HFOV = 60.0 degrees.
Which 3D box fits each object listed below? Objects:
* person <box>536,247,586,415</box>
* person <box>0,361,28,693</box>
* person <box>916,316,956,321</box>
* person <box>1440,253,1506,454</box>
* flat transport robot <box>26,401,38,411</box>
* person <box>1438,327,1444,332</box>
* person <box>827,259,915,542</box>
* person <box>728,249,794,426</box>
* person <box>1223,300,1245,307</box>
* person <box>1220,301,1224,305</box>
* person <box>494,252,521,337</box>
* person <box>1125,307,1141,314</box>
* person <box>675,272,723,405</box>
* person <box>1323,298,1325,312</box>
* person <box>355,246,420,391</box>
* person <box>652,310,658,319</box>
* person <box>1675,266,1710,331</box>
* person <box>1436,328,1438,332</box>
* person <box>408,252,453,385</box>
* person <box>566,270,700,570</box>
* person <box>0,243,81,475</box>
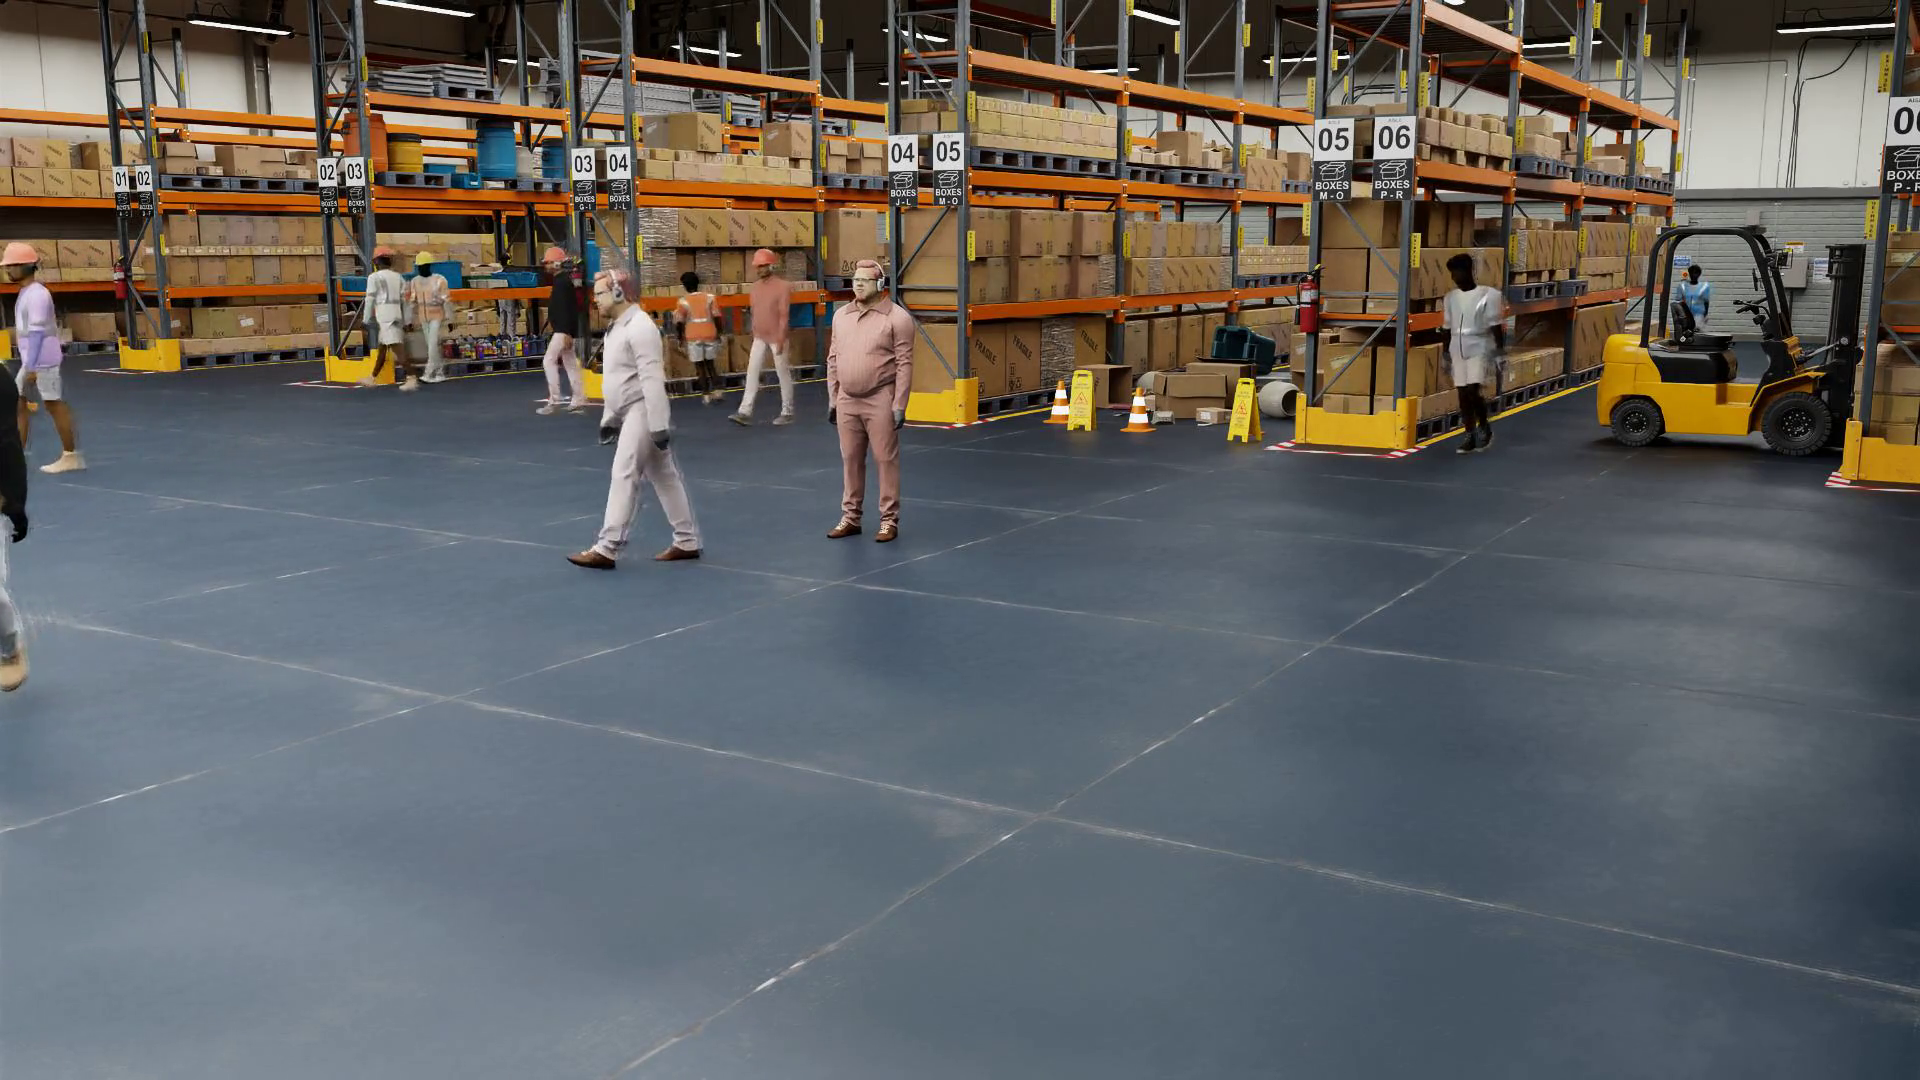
[{"bbox_3d":[-4.784,-2.455,19.618,0.726,1.968,0.664,-2,10,-13],"label":"person"},{"bbox_3d":[-4.315,-0.143,7.090,0.649,1.825,0.490,-2,10,-12],"label":"person"},{"bbox_3d":[-0.334,-3.586,26.184,0.621,1.883,0.922,6,12,29],"label":"person"},{"bbox_3d":[4.904,-1.784,15.980,0.421,1.931,0.679,-9,13,-40],"label":"person"},{"bbox_3d":[-11.333,-1.531,19.224,0.652,0.197,1.431,-1,10,-5],"label":"flat transport robot"},{"bbox_3d":[9.592,-5.046,33.953,0.939,2.000,0.744,2,10,13],"label":"person"},{"bbox_3d":[-0.636,-0.943,11.334,0.643,1.913,0.411,5,11,26],"label":"person"},{"bbox_3d":[-2.167,-2.211,18.322,0.616,1.955,0.954,6,12,31],"label":"person"},{"bbox_3d":[5.294,-4.625,32.311,0.982,1.798,0.626,-6,12,-32],"label":"person"},{"bbox_3d":[5.777,-5.112,34.765,1.048,1.877,0.641,5,11,25],"label":"person"},{"bbox_3d":[-7.736,-3.978,28.447,0.520,1.873,0.328,5,11,26],"label":"person"},{"bbox_3d":[3.007,-4.285,29.994,0.576,1.927,0.410,5,11,26],"label":"person"},{"bbox_3d":[-3.276,-2.528,20.864,0.570,1.667,0.381,-5,11,-26],"label":"person"},{"bbox_3d":[7.511,-4.984,33.998,0.572,1.912,0.641,-7,12,-34],"label":"person"},{"bbox_3d":[-7.888,-3.029,22.849,1.068,1.974,0.602,3,11,19],"label":"person"},{"bbox_3d":[-5.195,-3.691,26.674,0.601,1.923,1.056,7,12,34],"label":"person"},{"bbox_3d":[12.444,-3.841,28.289,0.540,1.656,0.887,6,12,31],"label":"person"},{"bbox_3d":[8.786,-4.461,31.182,0.779,1.856,0.601,-6,12,-30],"label":"person"},{"bbox_3d":[-7.665,-3.170,23.854,0.606,1.889,0.866,3,11,19],"label":"person"},{"bbox_3d":[-2.078,-0.744,10.394,0.934,1.857,0.660,-4,11,-20],"label":"person"},{"bbox_3d":[-8.129,-1.542,14.386,0.854,2.013,0.644,-8,13,-39],"label":"person"}]
